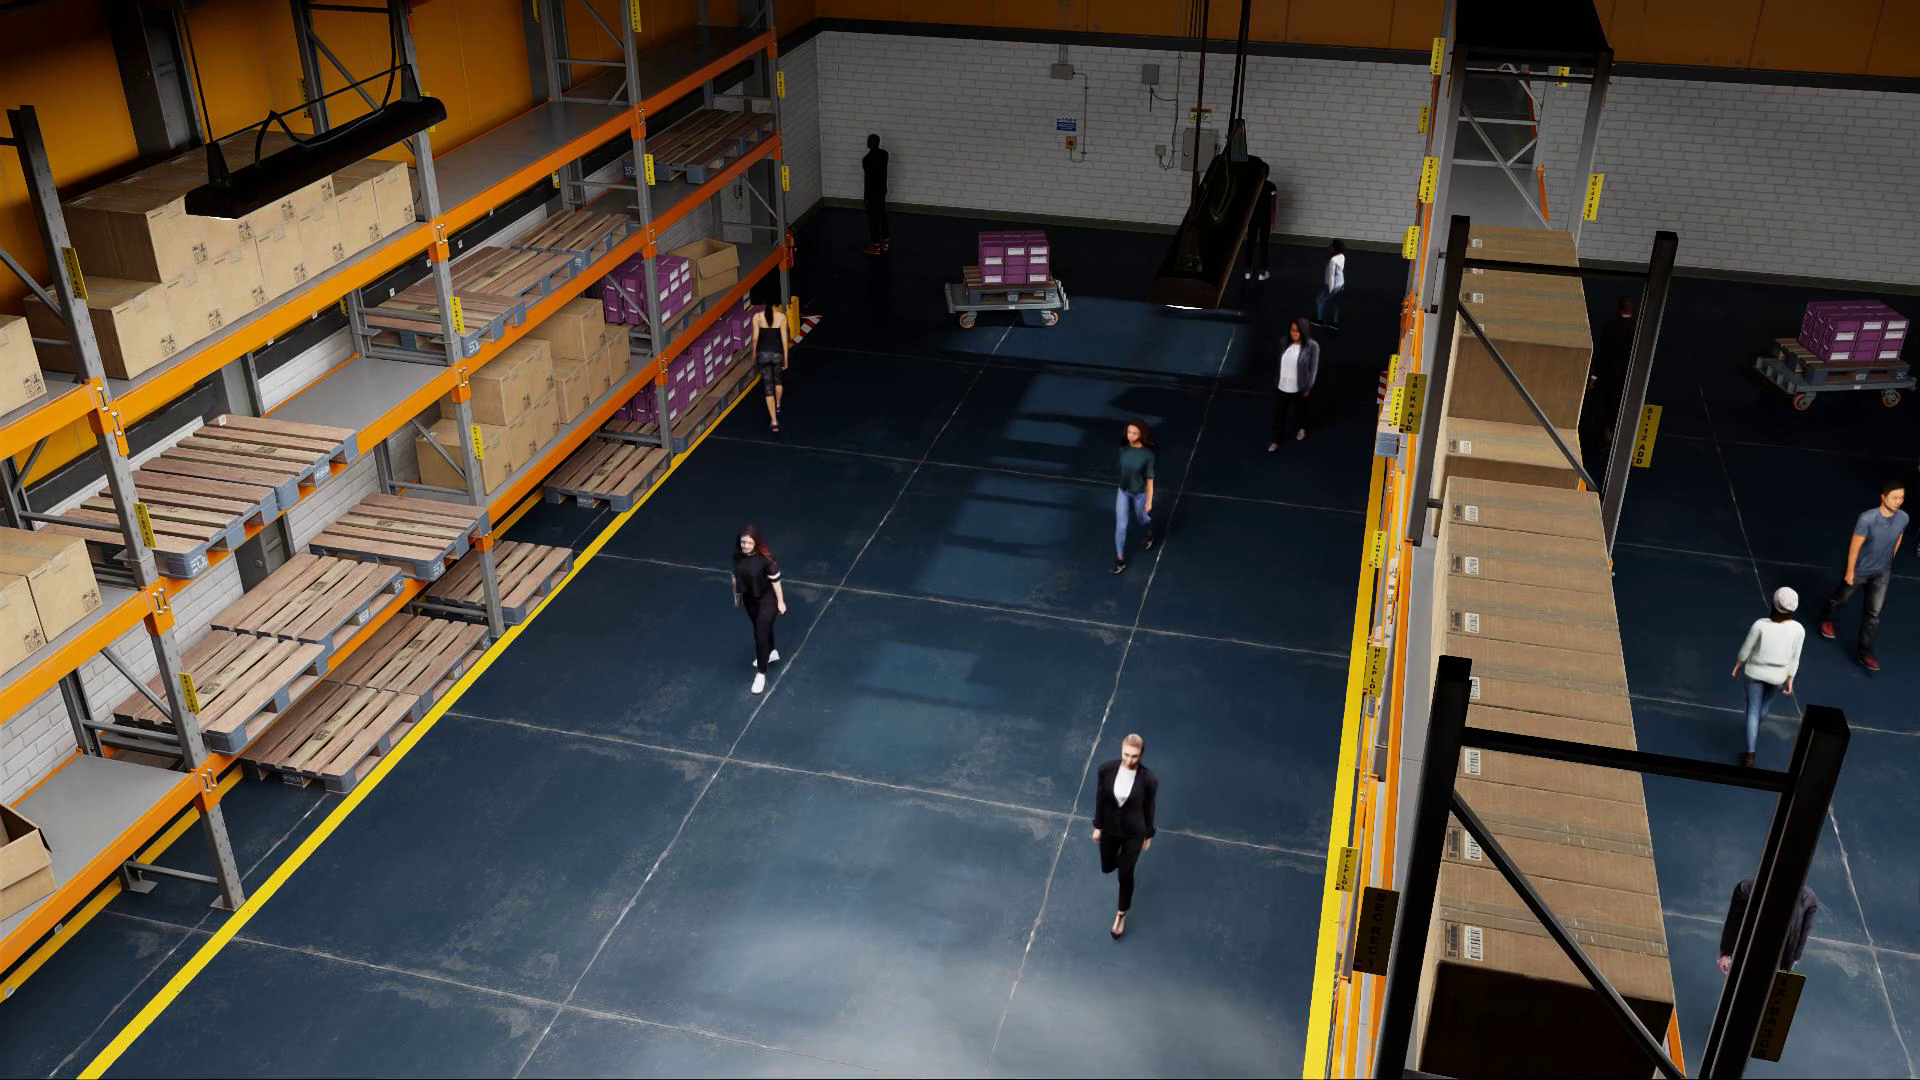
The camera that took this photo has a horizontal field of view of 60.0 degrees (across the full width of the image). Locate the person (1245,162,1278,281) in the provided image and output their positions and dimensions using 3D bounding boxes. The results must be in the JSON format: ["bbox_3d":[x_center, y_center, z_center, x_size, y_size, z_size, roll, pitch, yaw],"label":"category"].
[{"bbox_3d":[4.376,-4.668,24.319,0.645,1.731,0.619,13,31,22],"label":"person"}]

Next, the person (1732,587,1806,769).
[{"bbox_3d":[6.677,1.150,13.766,0.587,1.623,0.903,8,30,14],"label":"person"}]

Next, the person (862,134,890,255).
[{"bbox_3d":[-1.286,-5.288,25.366,0.828,1.818,0.655,18,33,29],"label":"person"}]

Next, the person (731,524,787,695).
[{"bbox_3d":[-1.774,0.521,14.935,0.764,1.608,0.953,18,33,29],"label":"person"}]

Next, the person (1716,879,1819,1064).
[{"bbox_3d":[5.140,2.671,10.764,0.659,1.827,0.652,8,30,14],"label":"person"}]

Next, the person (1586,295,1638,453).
[{"bbox_3d":[7.479,-1.841,18.975,0.859,1.885,0.978,1,29,1],"label":"person"}]

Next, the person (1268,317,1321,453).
[{"bbox_3d":[3.908,-1.822,19.260,0.819,1.580,1.085,15,32,25],"label":"person"}]

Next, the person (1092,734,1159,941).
[{"bbox_3d":[1.196,2.070,12.009,0.680,1.690,0.892,11,30,19],"label":"person"}]

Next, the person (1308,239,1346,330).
[{"bbox_3d":[5.125,-3.466,22.625,0.679,1.244,0.712,-22,36,-35],"label":"person"}]

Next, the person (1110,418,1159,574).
[{"bbox_3d":[1.805,-0.495,16.822,0.797,1.584,1.136,16,33,27],"label":"person"}]

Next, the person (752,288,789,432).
[{"bbox_3d":[-2.248,-2.104,19.665,0.913,1.686,1.153,-6,29,-10],"label":"person"}]

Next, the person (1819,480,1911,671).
[{"bbox_3d":[8.296,0.230,15.312,0.882,1.758,1.237,0,29,0],"label":"person"}]
